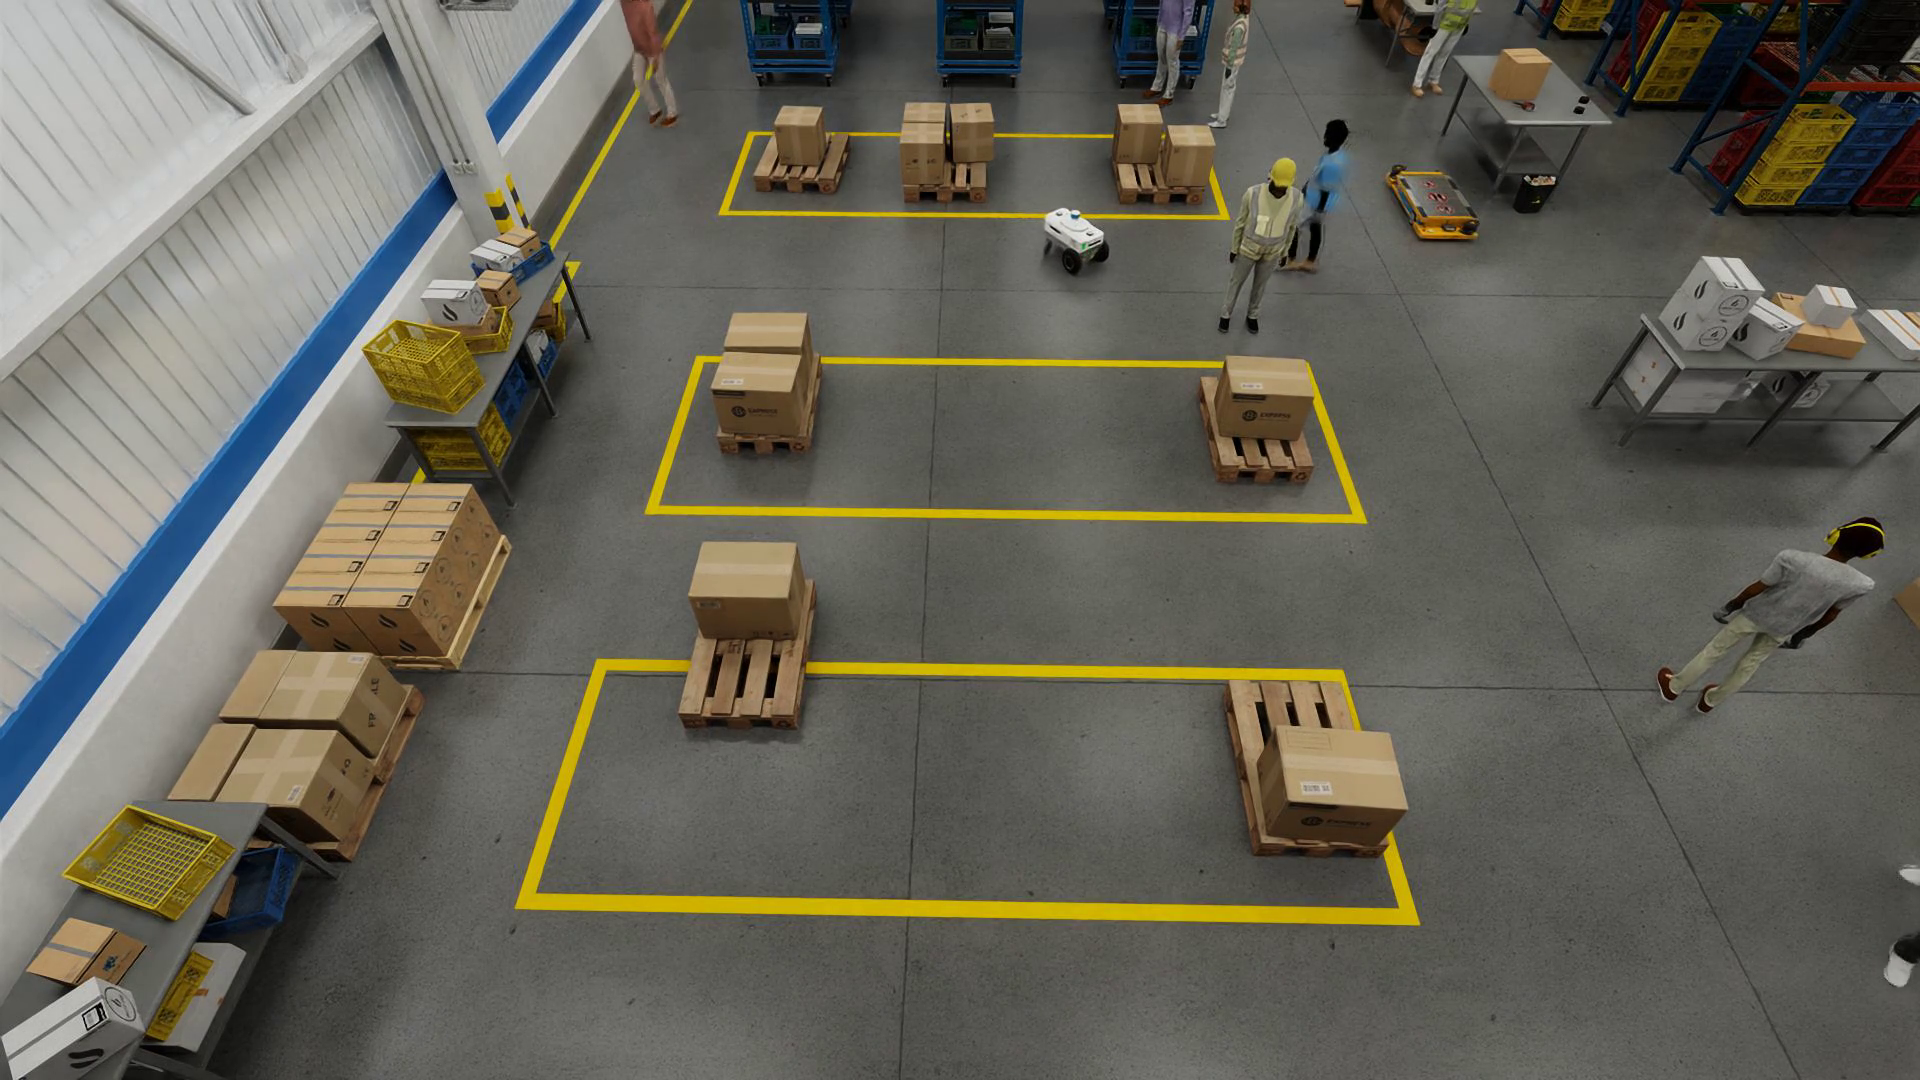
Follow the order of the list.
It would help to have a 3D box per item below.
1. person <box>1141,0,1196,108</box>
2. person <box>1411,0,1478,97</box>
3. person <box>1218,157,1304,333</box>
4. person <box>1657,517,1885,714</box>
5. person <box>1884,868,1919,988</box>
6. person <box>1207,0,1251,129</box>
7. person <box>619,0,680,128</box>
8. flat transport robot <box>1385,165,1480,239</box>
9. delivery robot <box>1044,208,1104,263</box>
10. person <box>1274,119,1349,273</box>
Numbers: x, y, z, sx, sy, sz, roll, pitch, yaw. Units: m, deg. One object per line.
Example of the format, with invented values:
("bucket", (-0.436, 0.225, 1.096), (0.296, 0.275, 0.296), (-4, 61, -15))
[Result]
("person", (2.857, -6.900, 12.395), (0.375, 1.936, 0.627), (-19, 52, -16))
("person", (6.784, -7.112, 12.640), (0.624, 1.844, 0.430), (-14, 51, -12))
("person", (2.938, -2.850, 8.957), (0.586, 1.831, 0.403), (3, 49, 3))
("person", (5.303, 0.519, 6.016), (0.513, 1.872, 0.328), (24, 53, 19))
("person", (5.857, 1.754, 4.953), (0.911, 1.878, 0.633), (-17, 51, -15))
("person", (3.579, -6.296, 12.073), (0.312, 1.633, 0.518), (14, 51, 12))
("person", (-4.091, -6.337, 11.891), (0.628, 1.955, 0.577), (25, 54, 20))
("flat transport robot", (5.692, -4.094, 11.059), (0.652, 0.197, 1.431), (1, 49, 1))
("delivery robot", (1.272, -3.446, 10.252), (0.477, 0.478, 0.707), (-29, 55, -23))
("person", (3.721, -3.613, 9.717), (0.582, 1.670, 0.533), (20, 52, 17))
